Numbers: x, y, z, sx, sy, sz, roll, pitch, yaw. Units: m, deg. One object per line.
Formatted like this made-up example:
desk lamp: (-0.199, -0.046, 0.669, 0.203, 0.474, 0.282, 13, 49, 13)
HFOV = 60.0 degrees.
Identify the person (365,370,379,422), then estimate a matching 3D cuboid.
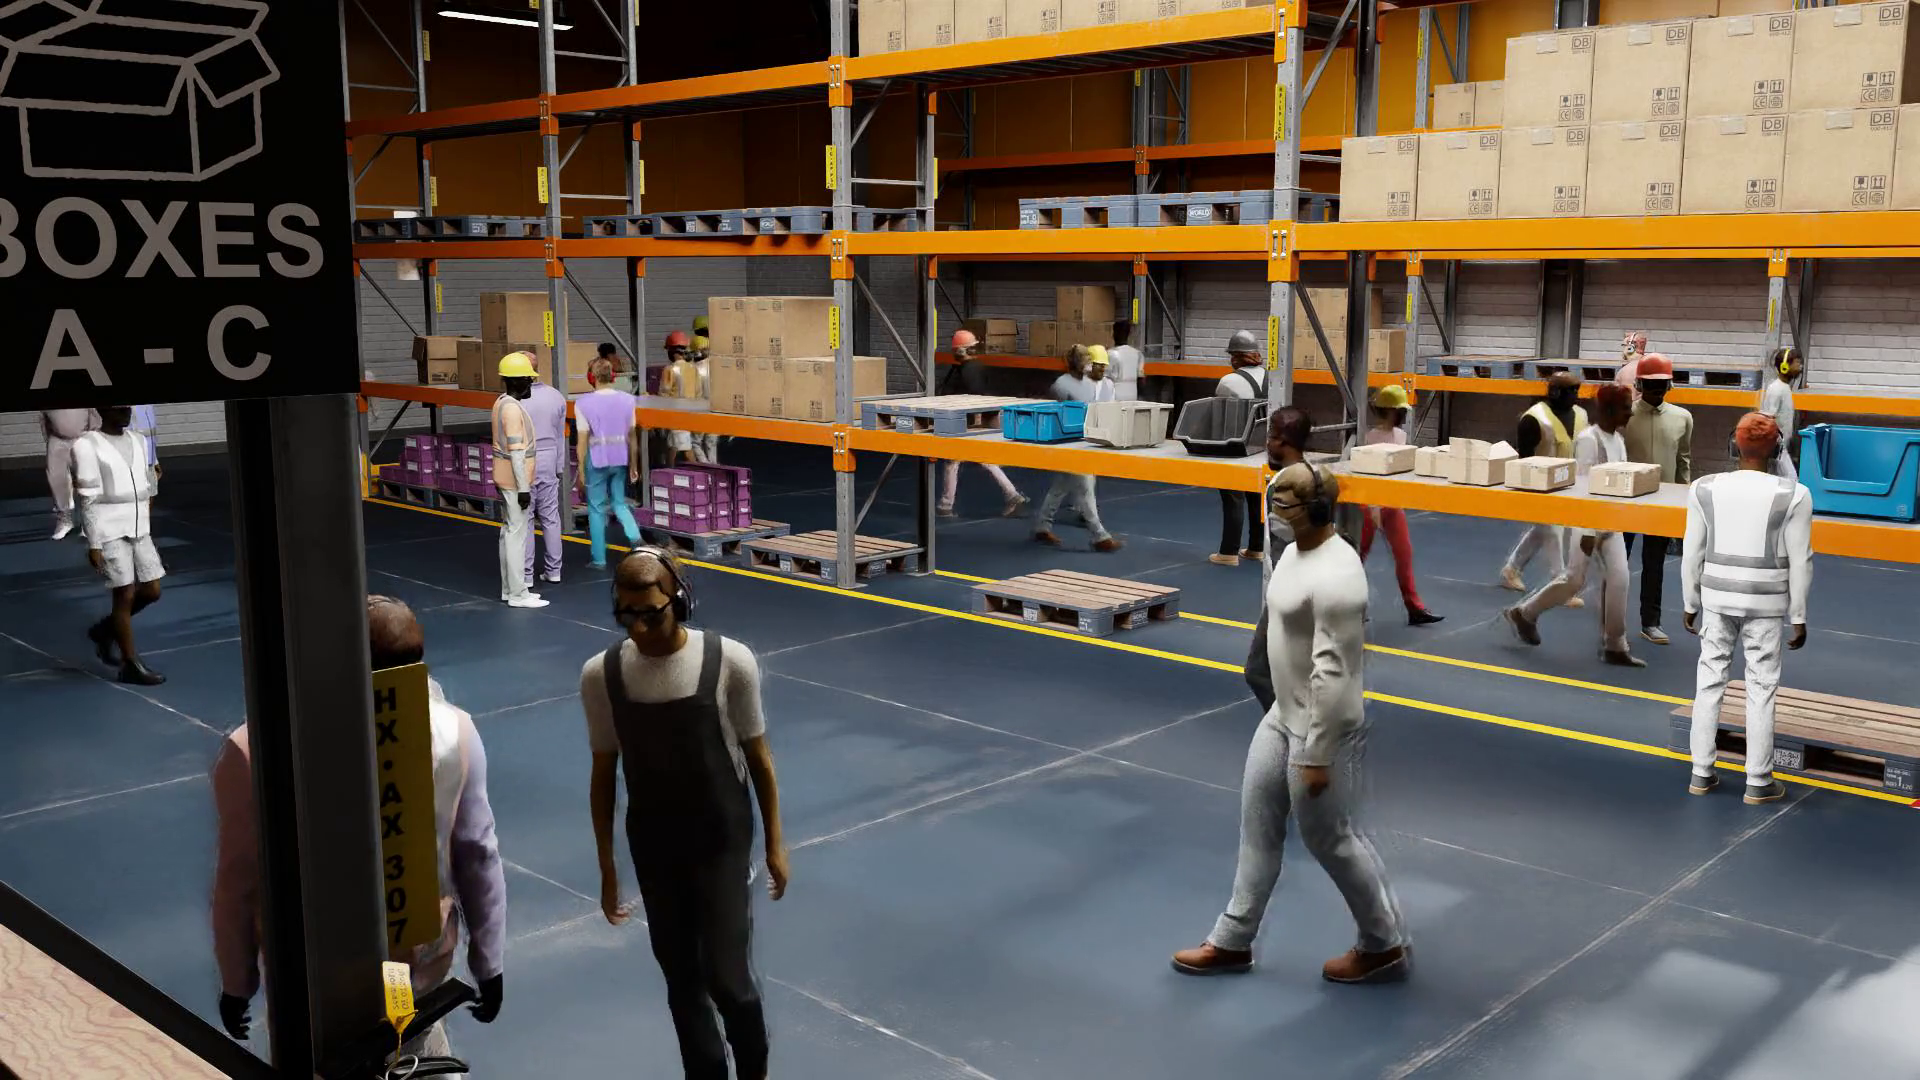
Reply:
person: (-7.309, -1.524, 20.180, 0.493, 1.605, 0.703, 0, 9, -2)

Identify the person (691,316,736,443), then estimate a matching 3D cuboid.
person: (-3.653, -2.367, 24.537, 0.874, 1.884, 0.604, 3, 10, 15)

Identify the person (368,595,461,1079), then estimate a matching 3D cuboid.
person: (-1.686, 0.964, 4.840, 0.389, 1.620, 0.542, 2, 9, 12)

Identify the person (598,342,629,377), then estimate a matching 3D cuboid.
person: (-4.277, -1.554, 20.159, 0.566, 1.668, 0.599, -2, 9, -12)

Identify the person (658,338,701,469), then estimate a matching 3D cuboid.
person: (-3.370, -1.583, 20.132, 0.524, 1.739, 0.743, -8, 12, -40)

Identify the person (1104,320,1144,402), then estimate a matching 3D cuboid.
person: (2.061, -1.822, 21.102, 0.625, 1.922, 1.025, -8, 12, -39)

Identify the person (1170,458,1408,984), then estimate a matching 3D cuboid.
person: (1.225, 0.658, 5.891, 0.840, 1.911, 0.647, -1, 9, -5)

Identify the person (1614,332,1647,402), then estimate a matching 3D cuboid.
person: (6.945, -1.198, 17.268, 0.409, 1.907, 0.651, 8, 12, 41)

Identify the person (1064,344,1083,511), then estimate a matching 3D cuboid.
person: (1.260, -1.188, 17.641, 0.326, 1.767, 0.533, 1, 9, 4)

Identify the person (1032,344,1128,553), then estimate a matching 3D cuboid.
person: (1.064, -0.840, 15.146, 1.015, 1.886, 0.649, 6, 11, 31)

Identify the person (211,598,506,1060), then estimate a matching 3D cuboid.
person: (-1.379, 1.034, 3.935, 0.647, 1.789, 0.966, -6, 11, -34)

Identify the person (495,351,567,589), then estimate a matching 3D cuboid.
person: (-3.463, -0.562, 13.362, 0.411, 1.911, 0.643, 7, 12, 38)

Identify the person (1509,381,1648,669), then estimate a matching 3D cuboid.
person: (4.077, -0.116, 10.855, 0.572, 1.849, 0.880, -8, 12, -41)

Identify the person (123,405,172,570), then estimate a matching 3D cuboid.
person: (-6.887, -0.673, 13.955, 0.366, 1.935, 0.552, 1, 9, 7)

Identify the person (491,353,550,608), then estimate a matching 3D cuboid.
person: (-3.354, -0.451, 12.620, 0.370, 1.929, 0.585, -4, 10, -23)

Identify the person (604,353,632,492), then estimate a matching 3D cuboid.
person: (-3.854, -1.309, 18.854, 0.498, 1.611, 0.720, -8, 12, -40)

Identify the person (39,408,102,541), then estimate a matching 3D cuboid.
person: (-8.398, -0.929, 15.711, 0.639, 1.883, 0.601, -1, 9, -5)

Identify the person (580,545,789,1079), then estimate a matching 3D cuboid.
person: (-0.782, 0.900, 4.706, 0.562, 1.812, 0.422, 1, 9, 7)

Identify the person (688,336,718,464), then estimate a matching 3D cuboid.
person: (-2.905, -1.412, 18.889, 0.442, 1.805, 0.626, 6, 11, 32)

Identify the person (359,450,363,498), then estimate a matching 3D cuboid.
person: (-4.827, -0.398, 12.462, 0.650, 1.887, 1.041, -4, 10, -23)

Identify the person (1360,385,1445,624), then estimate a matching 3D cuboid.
person: (3.088, -0.235, 11.903, 0.550, 1.726, 0.848, -8, 12, -41)

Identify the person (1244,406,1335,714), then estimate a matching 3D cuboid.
person: (1.665, 0.290, 8.207, 0.457, 1.888, 0.614, 7, 12, 37)

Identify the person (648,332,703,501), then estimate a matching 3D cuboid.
person: (-3.075, -1.297, 17.952, 0.982, 1.879, 0.549, 3, 10, 20)

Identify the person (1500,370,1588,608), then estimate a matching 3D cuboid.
person: (4.540, -0.429, 12.911, 0.645, 1.802, 0.911, -5, 10, -28)

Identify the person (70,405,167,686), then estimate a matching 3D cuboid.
person: (-5.208, -0.058, 10.236, 0.569, 1.921, 0.550, 4, 10, 21)

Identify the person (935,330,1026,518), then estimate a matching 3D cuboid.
person: (0.172, -1.181, 17.048, 1.001, 1.952, 0.597, 3, 10, 20)

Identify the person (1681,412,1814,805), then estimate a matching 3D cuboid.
person: (3.772, 0.326, 7.993, 0.583, 1.884, 0.350, 8, 12, 40)

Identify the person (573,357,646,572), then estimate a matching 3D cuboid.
person: (-2.939, -0.613, 13.928, 0.573, 1.829, 0.628, -9, 13, -42)

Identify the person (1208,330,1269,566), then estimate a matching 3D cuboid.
person: (2.421, -0.805, 14.451, 0.688, 2.000, 0.539, -7, 11, -36)

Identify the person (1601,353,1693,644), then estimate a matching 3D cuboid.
person: (4.670, -0.277, 11.348, 0.611, 1.996, 0.378, 0, 9, 3)

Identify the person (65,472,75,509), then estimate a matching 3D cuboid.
person: (-9.422, -1.222, 17.556, 0.511, 1.863, 0.331, 0, 9, -1)

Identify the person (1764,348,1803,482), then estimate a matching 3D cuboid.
person: (7.637, -0.890, 15.620, 0.919, 1.836, 0.537, 5, 11, 28)

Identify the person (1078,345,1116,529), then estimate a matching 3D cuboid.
person: (1.335, -1.016, 16.456, 0.604, 1.801, 0.726, -5, 10, -26)
